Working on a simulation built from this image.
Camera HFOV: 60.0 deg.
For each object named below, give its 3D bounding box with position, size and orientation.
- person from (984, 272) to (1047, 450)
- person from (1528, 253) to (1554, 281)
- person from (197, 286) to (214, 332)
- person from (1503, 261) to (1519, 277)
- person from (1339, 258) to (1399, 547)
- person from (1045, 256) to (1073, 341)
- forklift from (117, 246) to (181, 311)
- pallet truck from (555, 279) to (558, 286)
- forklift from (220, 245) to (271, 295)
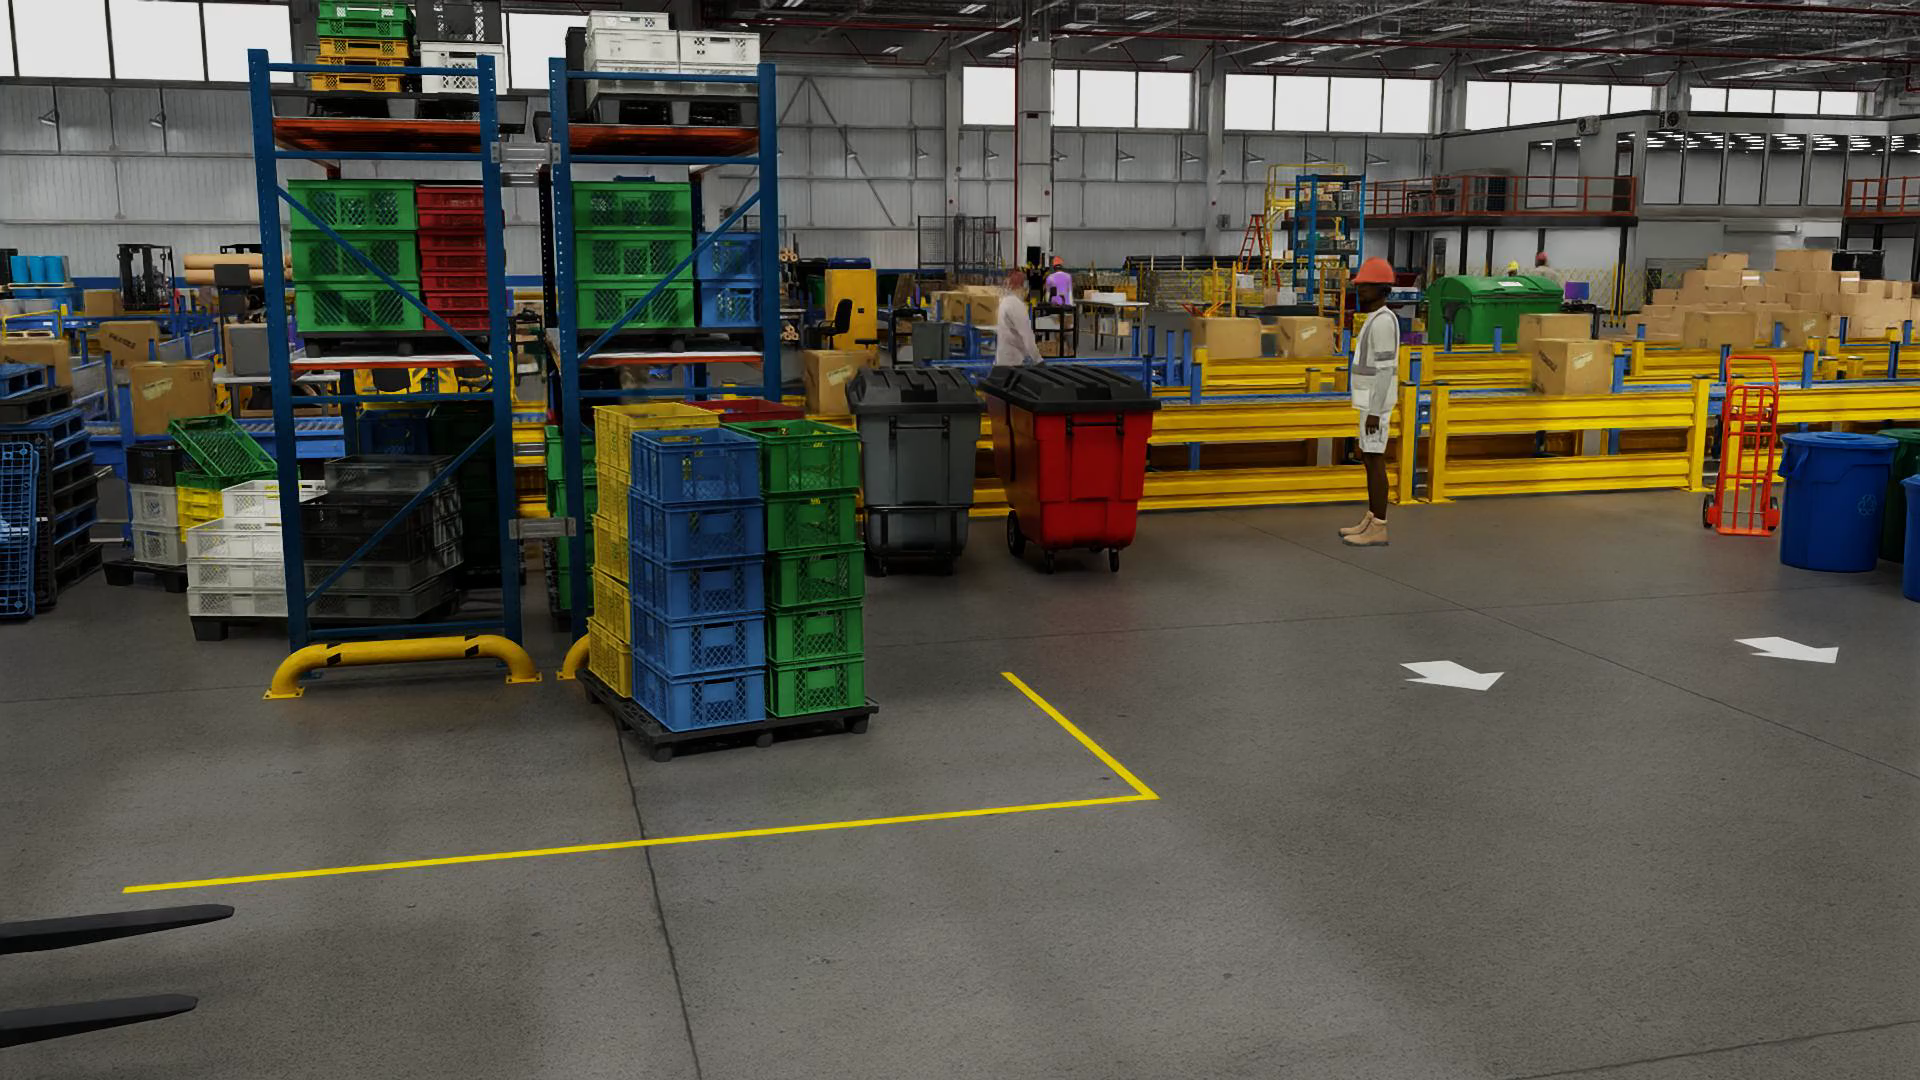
[{"bbox_3d":[0.636,-1.863,17.390,0.953,1.847,0.663,0,10,-2],"label":"person"},{"bbox_3d":[13.325,-5.606,38.311,0.611,1.947,0.978,0,10,2],"label":"person"},{"bbox_3d":[-15.707,-4.875,34.758,0.535,1.748,0.537,10,14,44],"label":"person"},{"bbox_3d":[11.698,-5.002,35.283,0.595,1.824,0.404,6,12,30],"label":"person"},{"bbox_3d":[2.907,-0.972,11.826,0.378,2.042,0.615,2,10,9],"label":"person"},{"bbox_3d":[2.007,-4.822,33.965,0.586,1.921,0.473,-2,10,-12],"label":"person"},{"bbox_3d":[-19.966,-6.232,40.894,1.157,1.987,2.680,-3,10,-15],"label":"forklift"},{"bbox_3d":[-10.604,-6.375,44.520,0.653,1.274,1.630,-3,10,-15],"label":"pallet truck"},{"bbox_3d":[-17.749,-6.334,41.440,1.157,1.987,2.680,-3,10,-17],"label":"forklift"}]
